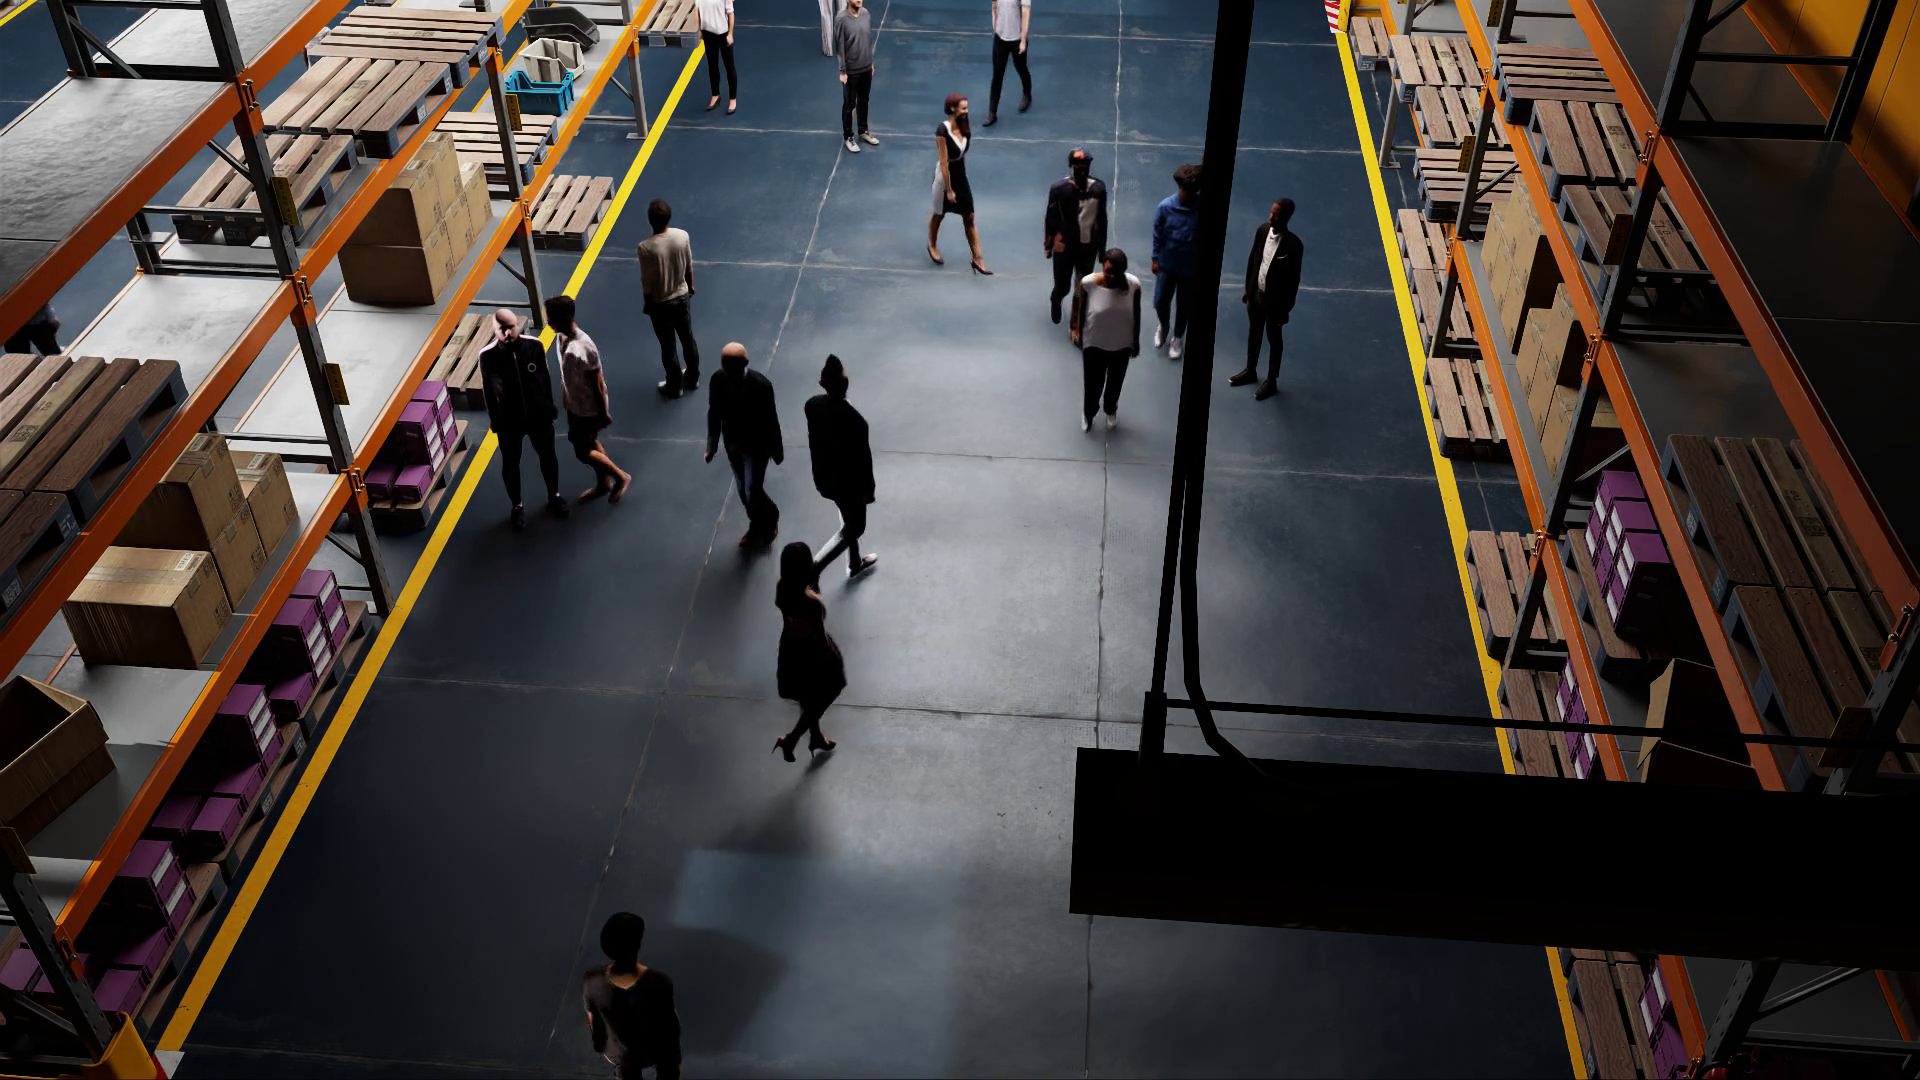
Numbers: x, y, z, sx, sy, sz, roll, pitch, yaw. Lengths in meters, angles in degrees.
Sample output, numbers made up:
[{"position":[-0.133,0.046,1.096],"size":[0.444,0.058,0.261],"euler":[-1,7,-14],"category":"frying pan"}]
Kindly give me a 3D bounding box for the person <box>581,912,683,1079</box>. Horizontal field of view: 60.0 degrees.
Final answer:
[{"position":[-1.622,2.527,8.302],"size":[0.647,1.695,1.010],"euler":[1,39,2],"category":"person"}]

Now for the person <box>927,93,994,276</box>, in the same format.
[{"position":[-0.165,-3.354,15.610],"size":[1.066,1.765,1.068],"euler":[31,48,33],"category":"person"}]

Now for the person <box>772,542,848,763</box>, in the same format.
[{"position":[-1.017,0.772,10.443],"size":[0.928,1.766,0.859],"euler":[-31,48,-33],"category":"person"}]

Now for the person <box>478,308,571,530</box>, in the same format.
[{"position":[-3.303,-0.946,12.538],"size":[0.765,1.837,0.769],"euler":[-17,42,-20],"category":"person"}]

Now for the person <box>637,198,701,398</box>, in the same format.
[{"position":[-2.423,-2.030,13.917],"size":[0.716,1.811,0.780],"euler":[-28,47,-31],"category":"person"}]

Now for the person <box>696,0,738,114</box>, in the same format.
[{"position":[-2.681,-5.623,18.428],"size":[0.666,1.795,0.627],"euler":[16,41,19],"category":"person"}]

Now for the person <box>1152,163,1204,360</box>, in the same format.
[{"position":[1.922,-2.464,14.467],"size":[0.711,1.802,0.661],"euler":[7,39,9],"category":"person"}]

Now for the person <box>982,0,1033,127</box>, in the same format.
[{"position":[0.618,-5.537,18.297],"size":[0.947,1.824,1.258],"euler":[17,42,21],"category":"person"}]

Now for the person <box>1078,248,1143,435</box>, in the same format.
[{"position":[1.221,-1.672,13.576],"size":[0.694,1.676,0.671],"euler":[-2,39,-3],"category":"person"}]

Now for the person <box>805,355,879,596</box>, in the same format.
[{"position":[-0.909,-0.413,11.794],"size":[1.162,1.932,1.067],"euler":[-32,48,-33],"category":"person"}]

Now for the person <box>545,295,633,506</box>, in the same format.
[{"position":[-2.800,-1.103,12.762],"size":[0.884,1.803,0.805],"euler":[-24,45,-27],"category":"person"}]

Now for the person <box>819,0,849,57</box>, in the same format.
[{"position":[-1.514,-6.616,19.688],"size":[0.637,1.774,0.617],"euler":[-6,39,-7],"category":"person"}]

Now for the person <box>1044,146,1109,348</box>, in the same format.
[{"position":[0.999,-2.610,14.586],"size":[0.784,1.882,0.842],"euler":[-5,39,-6],"category":"person"}]

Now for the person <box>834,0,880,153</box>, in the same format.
[{"position":[-1.112,-5.055,17.743],"size":[0.689,1.761,0.757],"euler":[-29,47,-31],"category":"person"}]

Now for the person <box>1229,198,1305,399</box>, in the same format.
[{"position":[2.597,-2.043,13.942],"size":[0.794,1.799,0.730],"euler":[-27,46,-30],"category":"person"}]

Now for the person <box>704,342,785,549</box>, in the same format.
[{"position":[-1.538,-0.750,12.335],"size":[0.800,1.784,0.781],"euler":[17,42,20],"category":"person"}]
